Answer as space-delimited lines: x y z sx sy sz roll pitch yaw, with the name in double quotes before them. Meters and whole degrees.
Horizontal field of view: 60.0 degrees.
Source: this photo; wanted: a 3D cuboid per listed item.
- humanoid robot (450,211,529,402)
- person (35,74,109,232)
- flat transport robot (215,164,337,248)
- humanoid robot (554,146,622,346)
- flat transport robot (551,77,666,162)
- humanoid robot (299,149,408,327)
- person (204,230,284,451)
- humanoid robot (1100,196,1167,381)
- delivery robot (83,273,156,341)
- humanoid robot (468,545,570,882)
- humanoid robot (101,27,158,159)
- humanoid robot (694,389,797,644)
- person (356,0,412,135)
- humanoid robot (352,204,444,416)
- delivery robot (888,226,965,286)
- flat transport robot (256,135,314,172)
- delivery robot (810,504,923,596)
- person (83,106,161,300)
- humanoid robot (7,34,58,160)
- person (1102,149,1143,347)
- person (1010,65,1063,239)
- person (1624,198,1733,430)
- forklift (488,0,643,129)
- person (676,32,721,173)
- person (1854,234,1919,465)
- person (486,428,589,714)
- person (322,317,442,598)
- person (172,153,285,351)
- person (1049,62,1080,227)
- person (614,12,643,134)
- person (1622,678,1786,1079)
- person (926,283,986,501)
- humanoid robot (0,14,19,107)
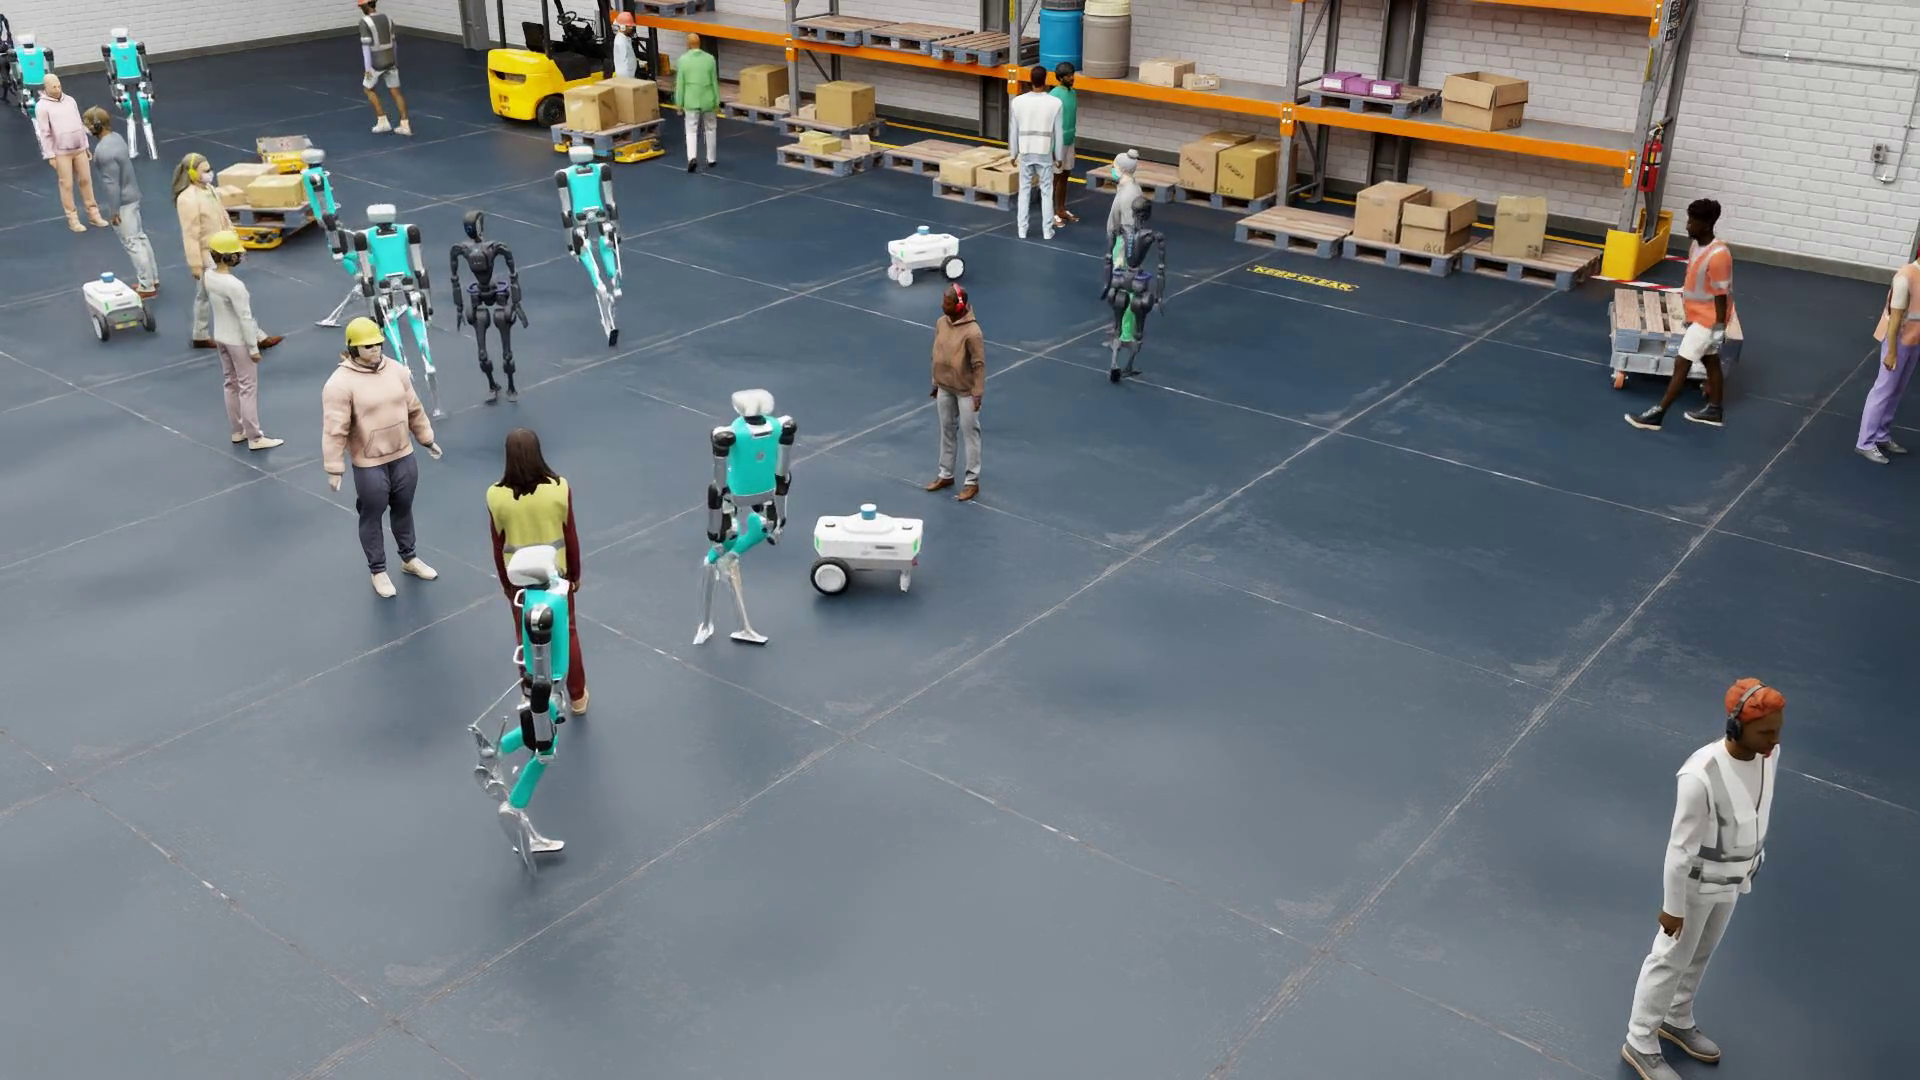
"humanoid robot" -3.957 -1.967 14.029 0.615 1.652 0.311 0 26 -1
"person" -10.216 -4.431 19.020 0.416 1.774 0.537 14 29 27
"flat transport robot" -7.900 -3.609 19.044 0.659 0.231 1.431 2 26 4
"humanoid robot" -3.357 -2.703 15.508 0.559 1.784 0.941 -11 28 -22
"flat transport robot" -4.786 -5.378 22.708 1.431 0.231 0.659 16 30 30
"humanoid robot" -5.722 -2.859 15.862 1.021 1.773 0.550 -9 27 -18
"person" -5.678 -1.572 13.114 0.517 1.761 0.332 19 32 34
"humanoid robot" 1.459 -2.165 14.480 0.614 1.642 0.537 15 30 29
"delivery robot" -8.083 -2.250 15.899 0.499 0.592 0.791 -21 33 -36
"humanoid robot" -2.186 0.914 8.108 0.716 1.897 0.540 -2 26 -5
"humanoid robot" -11.032 -5.928 22.179 0.533 1.816 0.697 -13 29 -25
"humanoid robot" -1.398 -0.147 10.201 0.609 1.781 0.842 -16 30 -30
"person" -8.214 -6.740 23.535 0.695 2.002 0.687 12 28 23
"humanoid robot" -4.569 -1.800 13.661 0.538 1.815 0.755 -12 28 -23
"delivery robot" -0.366 -2.992 17.423 0.773 0.582 0.499 -13 29 -25
"flat transport robot" -9.026 -5.185 22.309 0.659 0.231 1.431 -12 28 -23
"delivery robot" -0.636 0.053 11.139 0.772 0.601 0.499 2 26 4
"person" -8.384 -3.361 16.627 0.373 1.931 0.636 -7 27 -14
"humanoid robot" -12.124 -5.795 21.919 0.548 1.786 0.815 -13 29 -25
"person" 1.508 -2.695 15.342 0.327 1.842 0.526 5 26 10
"person" 0.852 -4.337 18.672 0.597 1.910 0.386 5 26 10
"person" 5.938 -1.809 13.445 0.842 1.907 0.639 4 26 9
"forklift" -5.874 -7.334 24.552 1.214 2.155 2.313 19 32 34
"person" -3.394 -5.668 21.613 0.579 1.763 0.708 -3 26 -7
"person" 7.316 -1.520 12.904 0.565 1.846 0.390 -19 32 -35
"person" -2.379 0.207 9.420 0.469 1.765 0.365 -7 27 -14
"person" -3.809 -0.565 10.899 0.410 1.870 0.796 19 32 34
"person" -6.739 -2.618 15.188 0.949 1.826 0.576 -1 26 -2
"person" 1.169 -4.582 19.244 0.393 1.849 0.501 17 31 31
"person" -4.671 -6.538 23.421 0.351 1.737 0.572 -4 26 -9
"person" 3.071 1.398 6.819 0.584 1.882 0.341 -18 31 -32
"person" -0.007 -1.099 12.253 0.461 1.649 0.327 21 33 36
"humanoid robot" -14.755 -7.471 25.472 0.765 1.625 0.608 9 27 17
